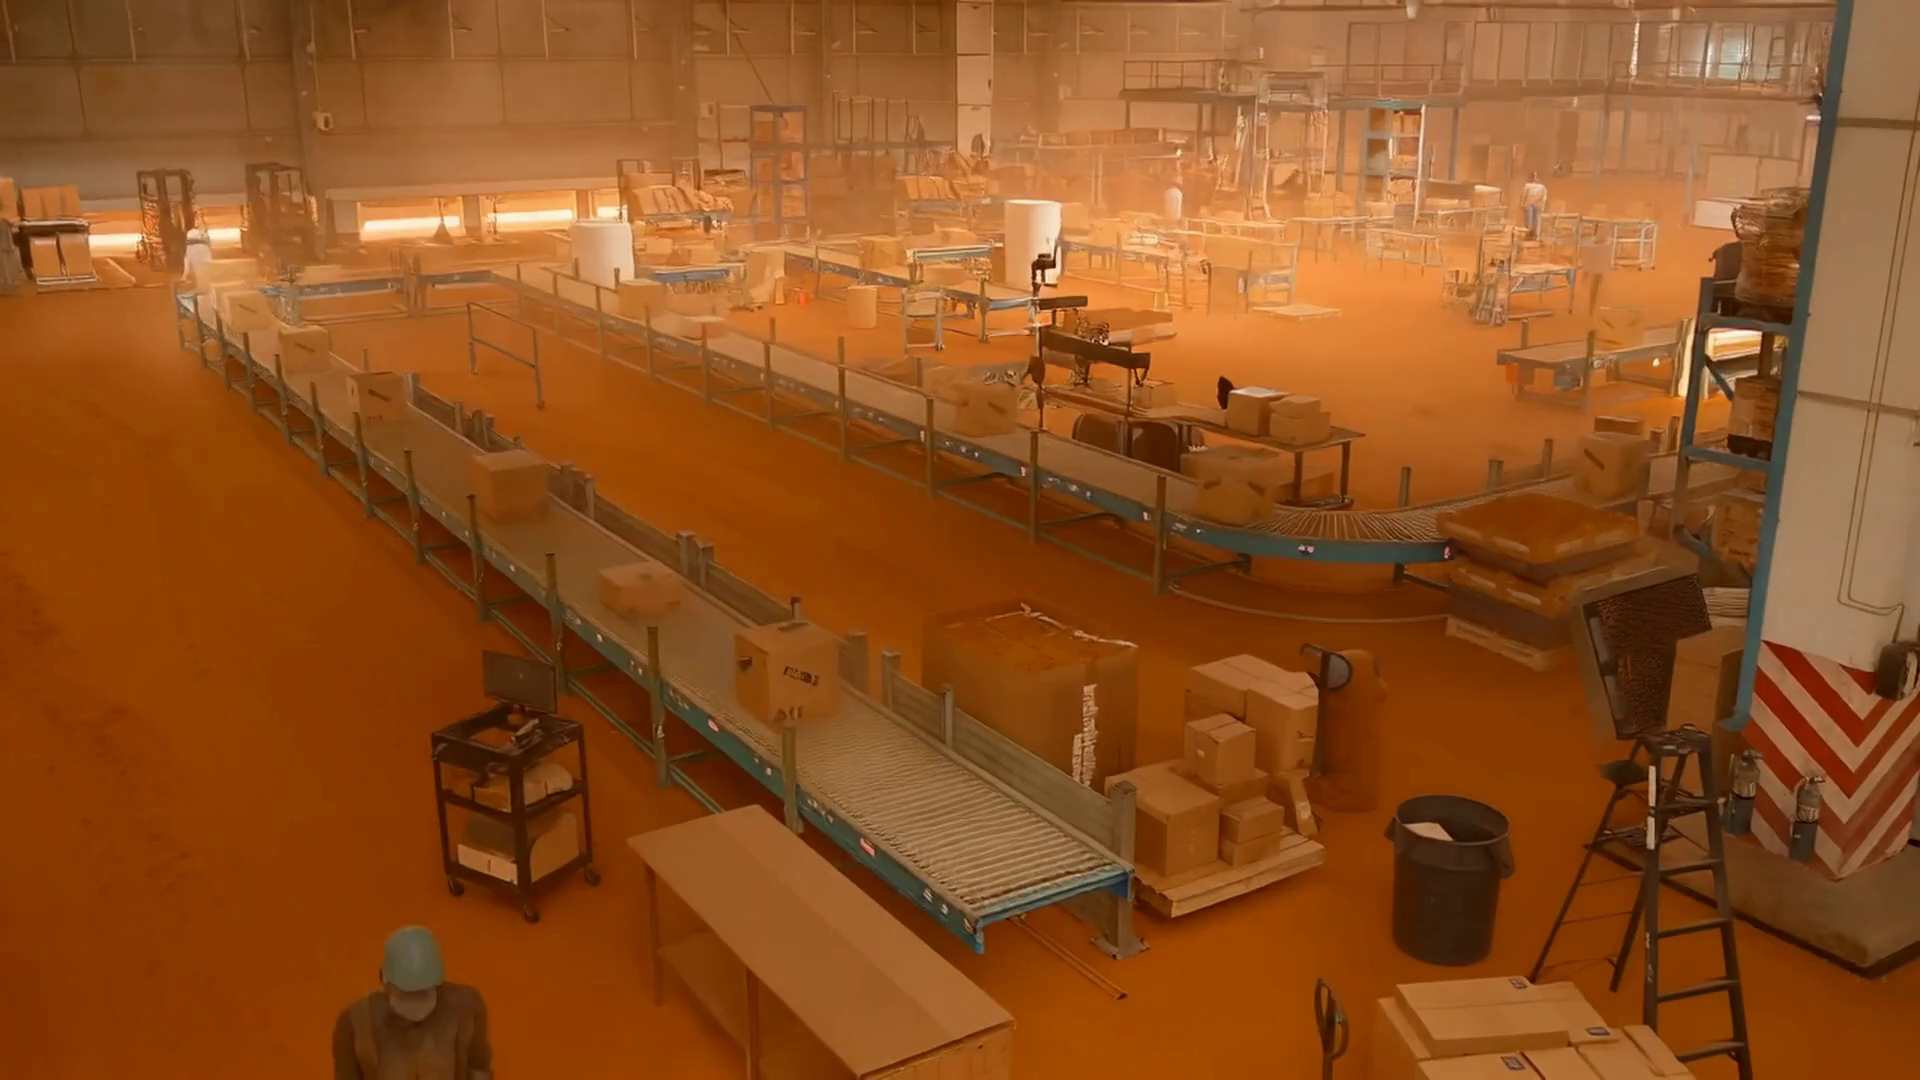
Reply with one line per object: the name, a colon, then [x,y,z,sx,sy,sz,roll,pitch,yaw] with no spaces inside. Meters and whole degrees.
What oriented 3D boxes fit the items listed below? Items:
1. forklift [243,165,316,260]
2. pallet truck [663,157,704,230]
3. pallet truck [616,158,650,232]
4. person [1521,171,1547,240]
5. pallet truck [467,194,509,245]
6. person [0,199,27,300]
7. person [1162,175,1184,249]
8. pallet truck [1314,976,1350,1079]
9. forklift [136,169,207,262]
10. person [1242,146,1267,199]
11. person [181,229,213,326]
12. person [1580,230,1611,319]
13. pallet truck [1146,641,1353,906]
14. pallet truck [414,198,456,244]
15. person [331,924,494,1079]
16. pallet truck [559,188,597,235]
forklift: [-15.898,-7.669,38.708,1.157,1.987,2.680,-11,20,-33]
pallet truck: [-7.586,-9.308,44.692,0.823,1.965,1.885,-11,20,-33]
pallet truck: [-8.918,-9.176,44.255,0.823,1.965,1.885,-9,19,-27]
person: [14.312,-8.285,41.570,0.589,1.834,0.403,8,18,24]
pallet truck: [-11.983,-8.177,42.137,0.704,1.261,1.522,-11,20,-33]
person: [-18.882,-5.740,32.822,0.610,1.996,0.378,8,18,24]
person: [5.044,-7.705,39.501,0.523,1.909,0.651,-14,22,-40]
pallet truck: [2.299,2.390,7.086,1.601,1.201,0.680,-2,17,-7]
forklift: [-17.842,-7.318,37.559,1.157,1.987,2.680,-10,20,-31]
person: [9.582,-11.850,53.681,0.900,1.673,0.521,12,20,34]
person: [-13.682,-4.752,30.010,0.529,1.727,0.893,7,18,22]
person: [11.732,-4.900,30.656,0.583,1.616,0.514,-13,21,-37]
pallet truck: [1.664,1.407,10.232,1.630,1.274,0.653,-10,20,-31]
pallet truck: [-13.250,-8.060,41.856,0.680,1.201,1.601,-10,20,-31]
person: [-2.099,2.278,6.457,0.594,1.810,0.779,-7,18,-22]
pallet truck: [-10.010,-8.652,43.699,0.653,1.274,1.630,-10,20,-31]
